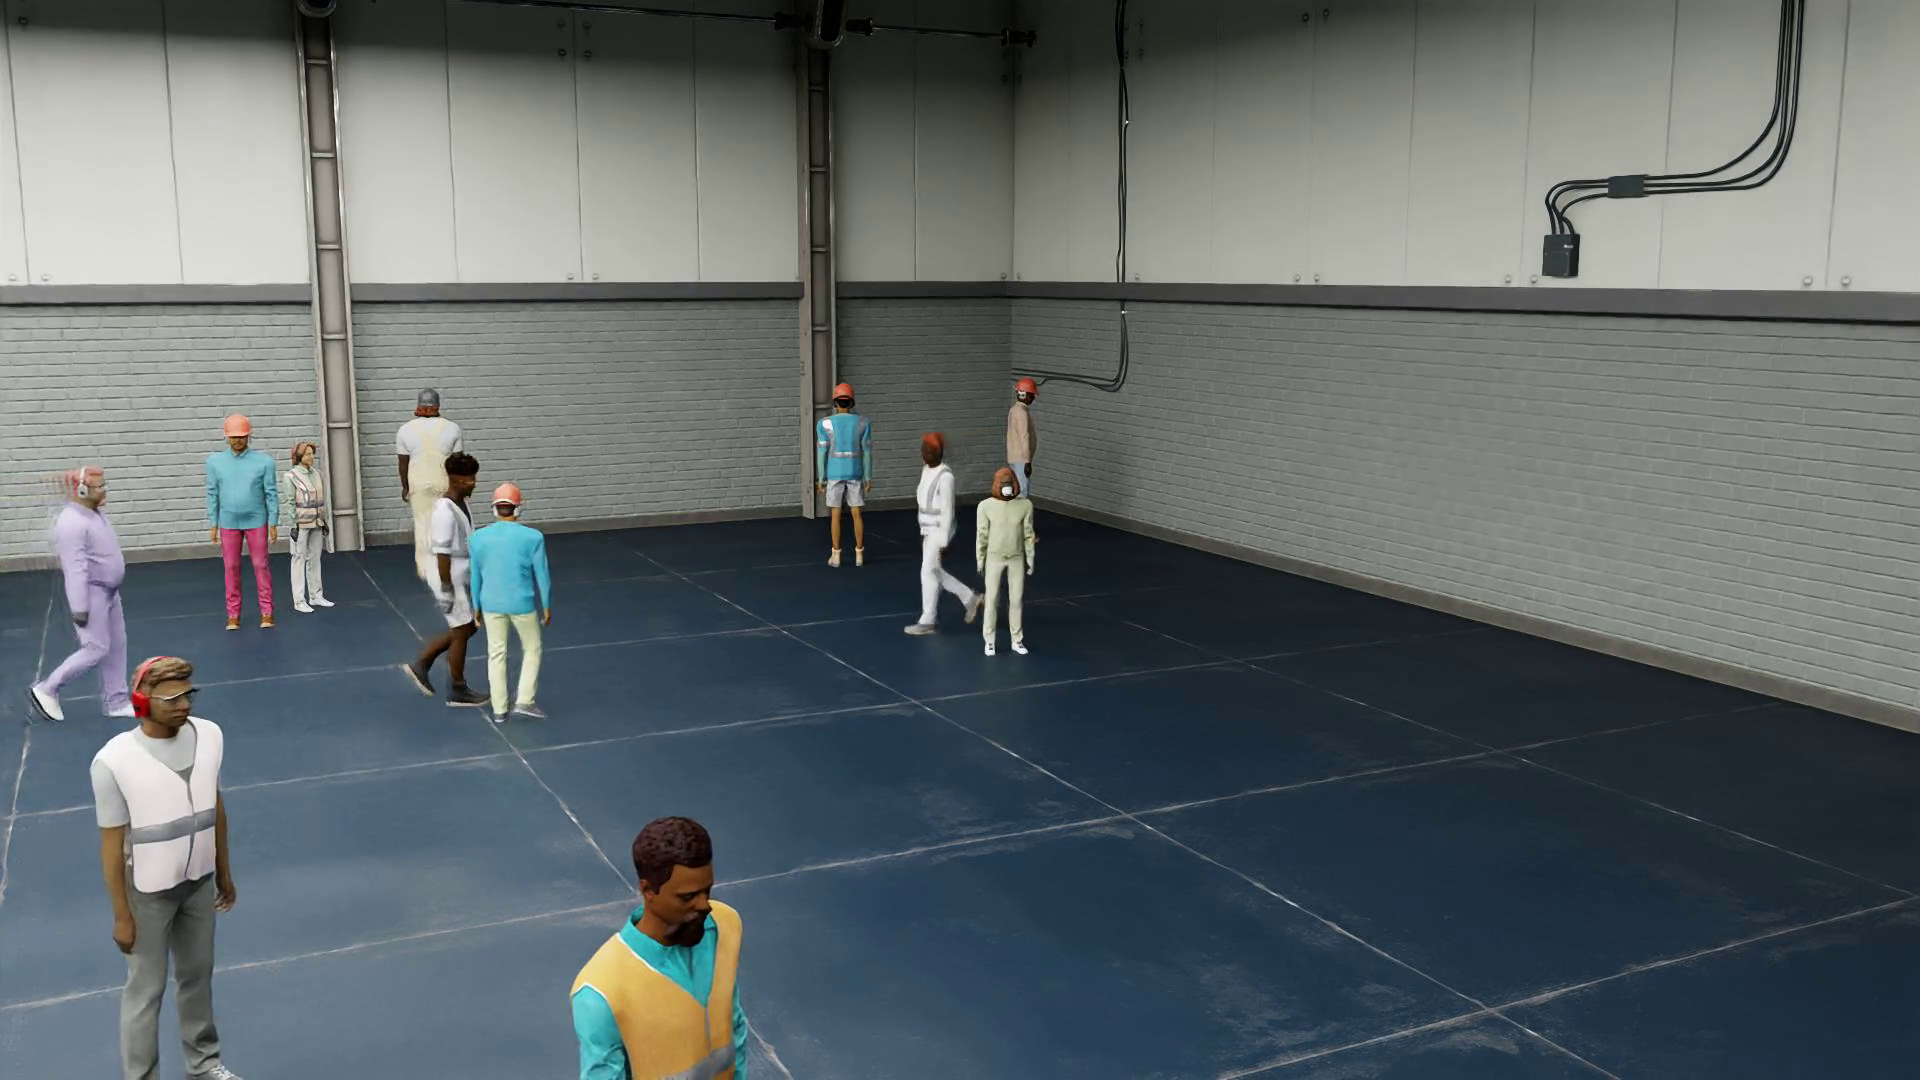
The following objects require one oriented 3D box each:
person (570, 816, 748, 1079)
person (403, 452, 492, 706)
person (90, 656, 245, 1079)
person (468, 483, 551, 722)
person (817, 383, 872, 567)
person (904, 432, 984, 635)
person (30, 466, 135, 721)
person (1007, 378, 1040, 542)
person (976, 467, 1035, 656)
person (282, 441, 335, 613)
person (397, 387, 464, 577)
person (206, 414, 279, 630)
[{"bbox_3d":[-0.766,1.632,4.396,0.413,1.906,0.604,5,11,29],"label":"person"},{"bbox_3d":[-3.868,0.300,12.492,0.616,1.938,0.644,-1,9,-7],"label":"person"},{"bbox_3d":[-3.071,1.339,6.425,0.397,1.835,0.562,4,10,22],"label":"person"},{"bbox_3d":[-3.277,0.460,12.125,0.584,1.738,0.457,-1,9,-5],"label":"person"},{"bbox_3d":[-1.286,-0.720,18.456,0.610,2.042,0.396,-2,9,-10],"label":"person"},{"bbox_3d":[-0.141,-0.060,14.958,0.676,1.861,0.613,-3,10,-15],"label":"person"},{"bbox_3d":[-6.329,0.402,12.047,0.680,1.886,0.644,-2,9,-11],"label":"person"},{"bbox_3d":[0.766,-0.969,20.169,0.392,1.985,0.610,-2,9,-12],"label":"person"},{"bbox_3d":[0.385,0.182,14.187,0.504,1.626,0.285,-2,9,-11],"label":"person"},{"bbox_3d":[-6.306,-0.131,16.059,0.308,1.645,0.514,3,10,17],"label":"person"},{"bbox_3d":[-5.659,-0.621,17.853,0.675,2.000,0.537,-2,10,-14],"label":"person"},{"bbox_3d":[-6.550,-0.161,15.209,0.606,1.986,0.402,-2,9,-13],"label":"person"}]
